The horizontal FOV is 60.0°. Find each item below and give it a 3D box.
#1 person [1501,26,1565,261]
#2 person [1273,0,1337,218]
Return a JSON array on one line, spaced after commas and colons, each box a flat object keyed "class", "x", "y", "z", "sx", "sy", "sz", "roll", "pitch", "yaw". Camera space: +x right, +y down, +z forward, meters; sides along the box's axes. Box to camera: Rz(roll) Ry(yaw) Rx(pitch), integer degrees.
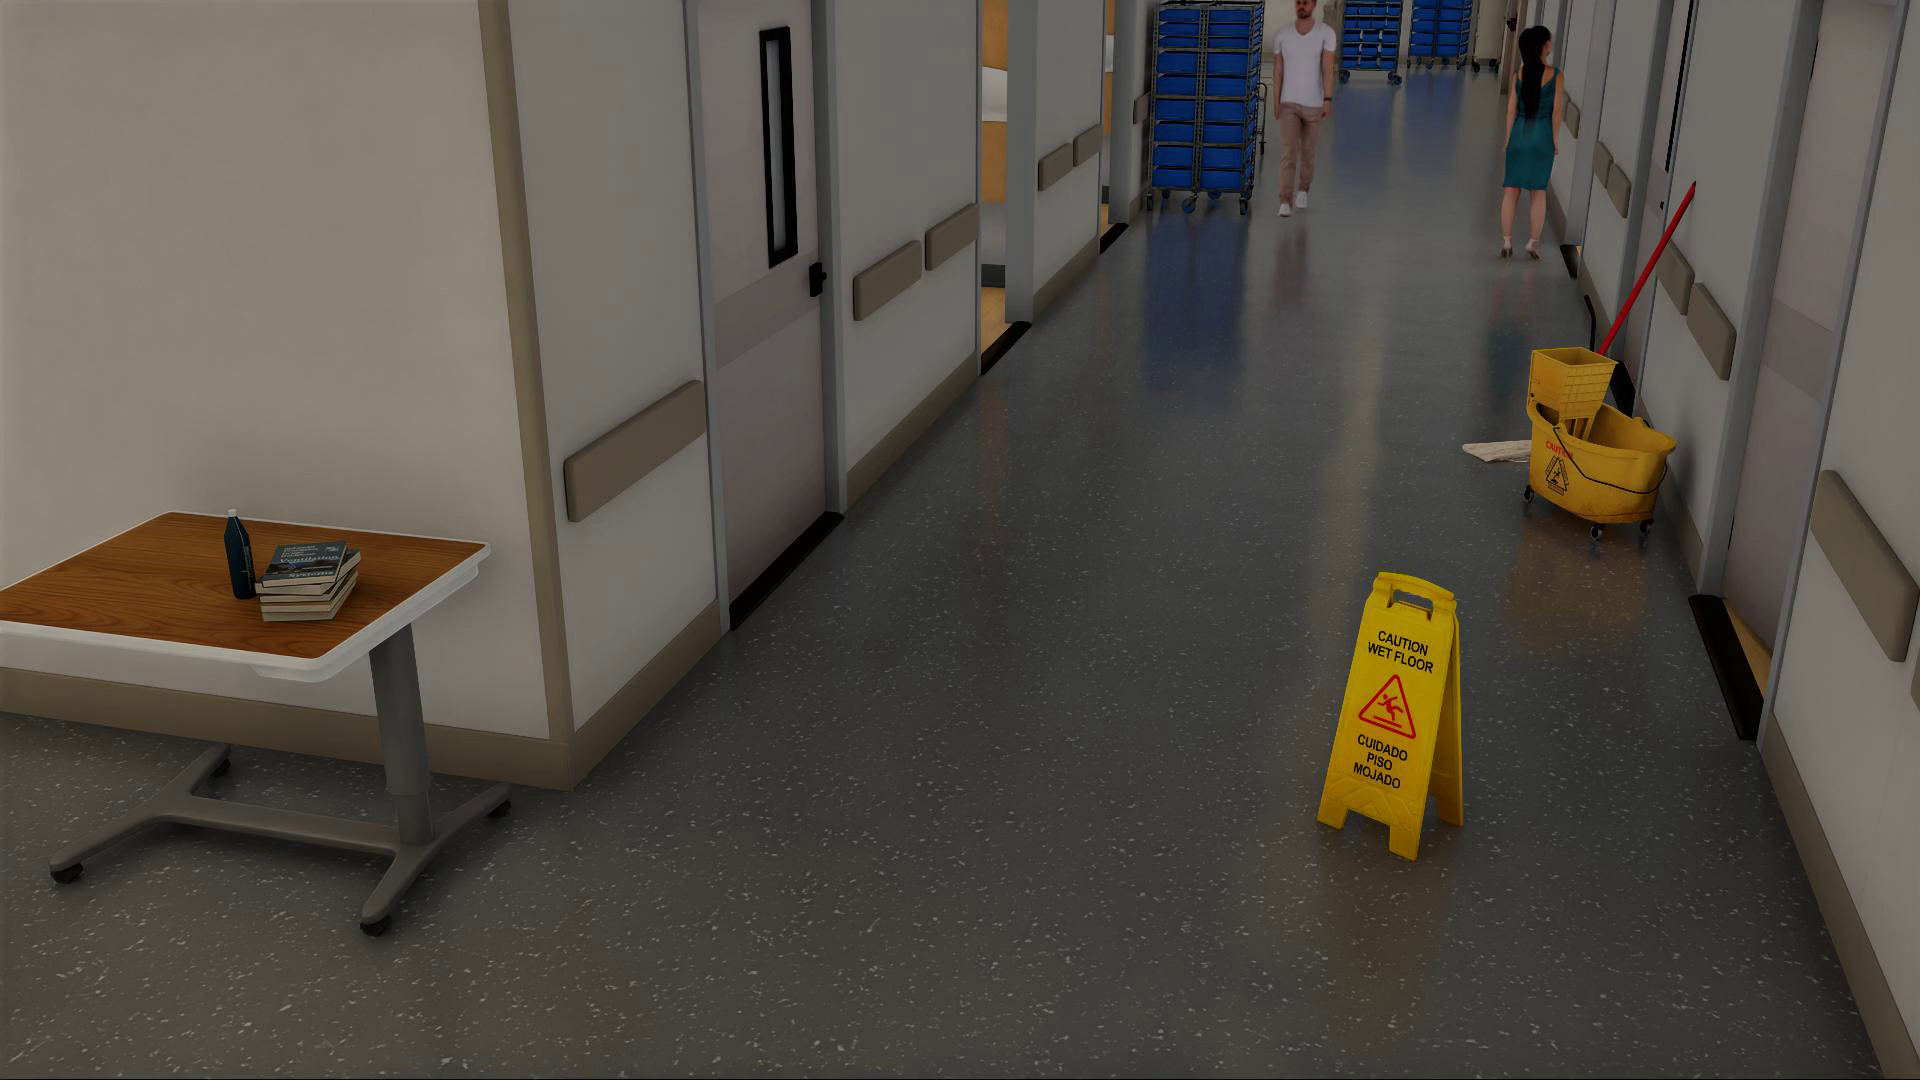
[{"class": "person", "x": 4.210, "y": -2.917, "z": 12.277, "sx": 0.594, "sy": 1.686, "sz": 0.562, "roll": 12, "pitch": 24, "yaw": 28}, {"class": "person", "x": 2.914, "y": -3.667, "z": 14.037, "sx": 0.691, "sy": 1.842, "sz": 1.188, "roll": 6, "pitch": 22, "yaw": 16}]
